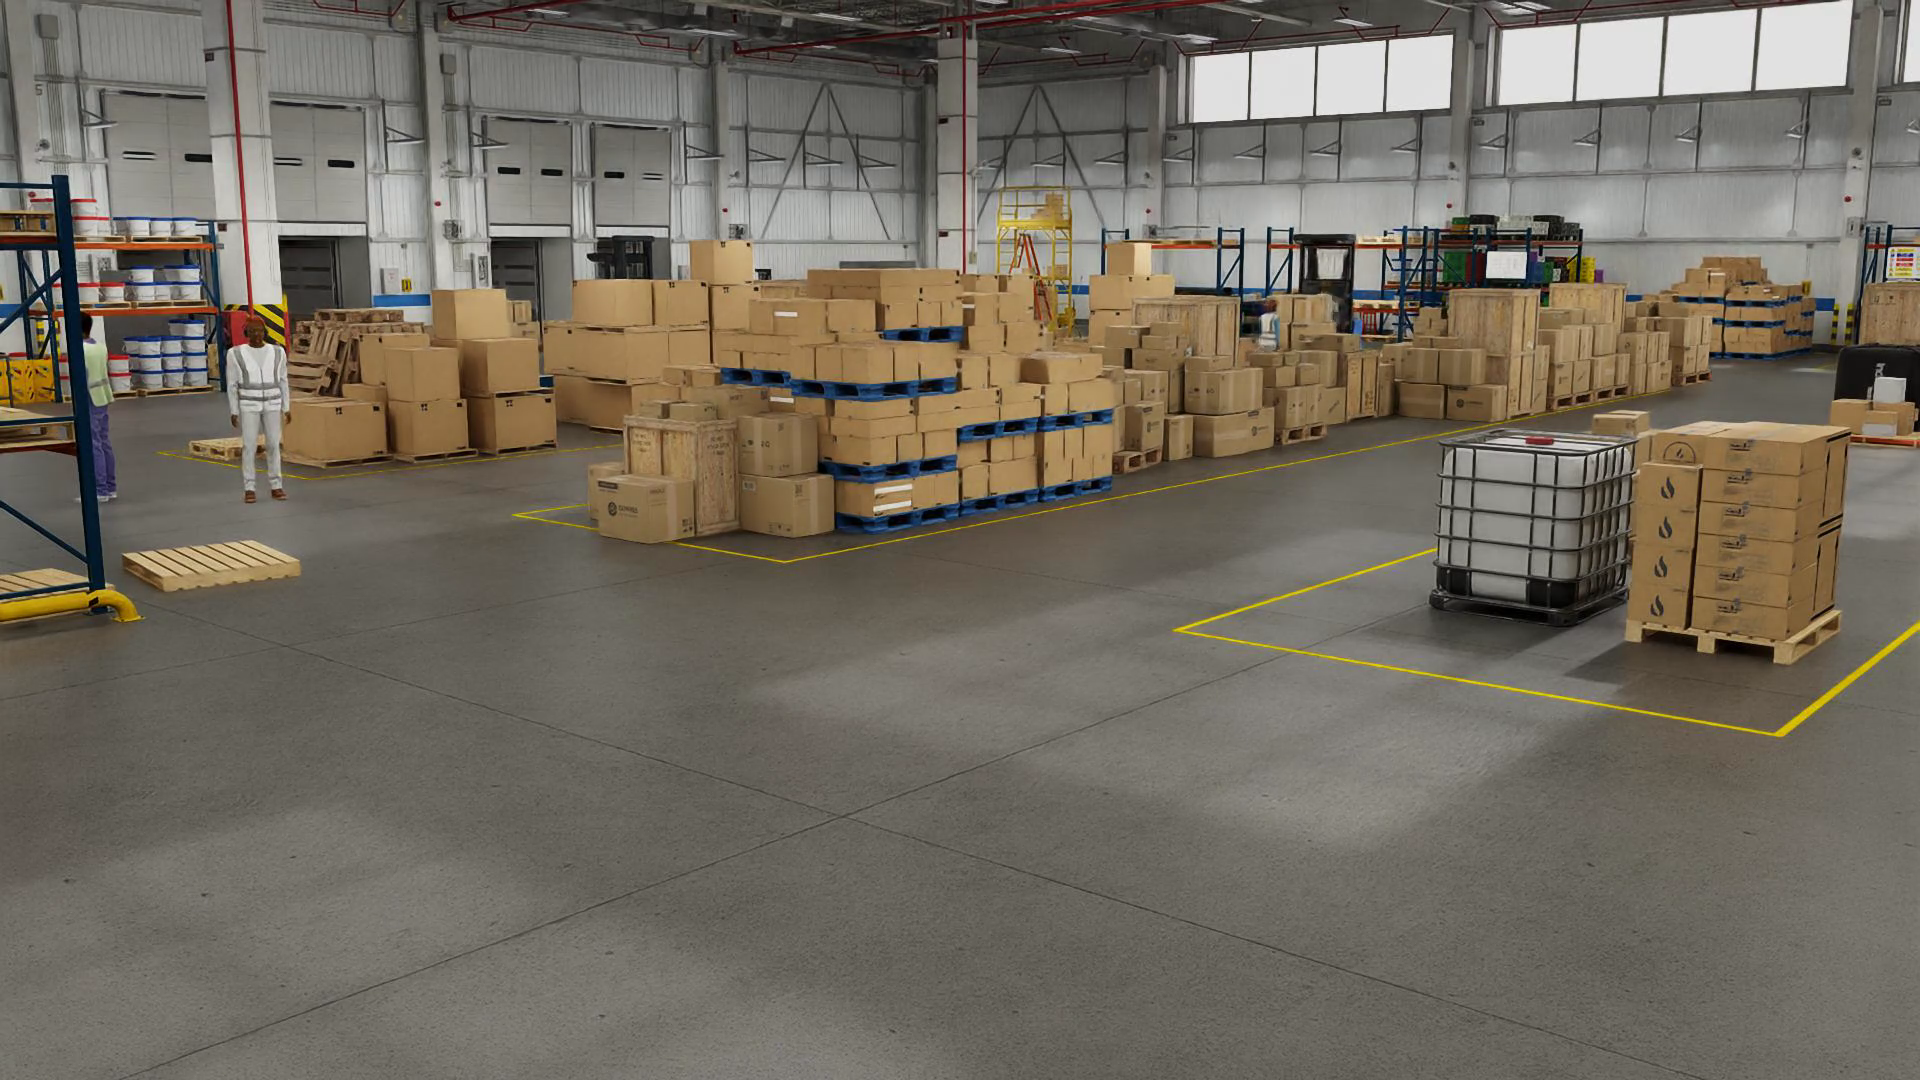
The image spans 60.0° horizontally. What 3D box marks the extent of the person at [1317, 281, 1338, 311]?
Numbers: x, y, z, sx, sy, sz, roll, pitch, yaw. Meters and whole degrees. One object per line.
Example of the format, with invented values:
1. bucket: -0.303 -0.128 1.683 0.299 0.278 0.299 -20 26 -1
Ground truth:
1. person: 7.272 -4.281 33.616 0.652 1.880 1.048 -2 10 -12

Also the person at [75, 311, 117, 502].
1. person: -8.749 -1.339 16.752 0.392 1.920 0.591 -1 10 -5

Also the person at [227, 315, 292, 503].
1. person: -7.036 -1.317 16.724 0.585 1.882 0.337 -7 12 -35

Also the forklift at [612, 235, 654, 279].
1. forklift: -7.300 -5.450 37.421 1.873 2.768 1.129 8 13 40

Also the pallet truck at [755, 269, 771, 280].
1. pallet truck: -4.996 -6.432 45.525 1.885 1.965 0.823 -6 12 -32

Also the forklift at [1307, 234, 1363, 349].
1. forklift: 7.505 -4.814 33.801 1.129 2.768 1.873 5 11 25

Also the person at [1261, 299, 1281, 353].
1. person: 5.638 -3.549 30.141 0.364 1.623 0.537 -5 11 -28
